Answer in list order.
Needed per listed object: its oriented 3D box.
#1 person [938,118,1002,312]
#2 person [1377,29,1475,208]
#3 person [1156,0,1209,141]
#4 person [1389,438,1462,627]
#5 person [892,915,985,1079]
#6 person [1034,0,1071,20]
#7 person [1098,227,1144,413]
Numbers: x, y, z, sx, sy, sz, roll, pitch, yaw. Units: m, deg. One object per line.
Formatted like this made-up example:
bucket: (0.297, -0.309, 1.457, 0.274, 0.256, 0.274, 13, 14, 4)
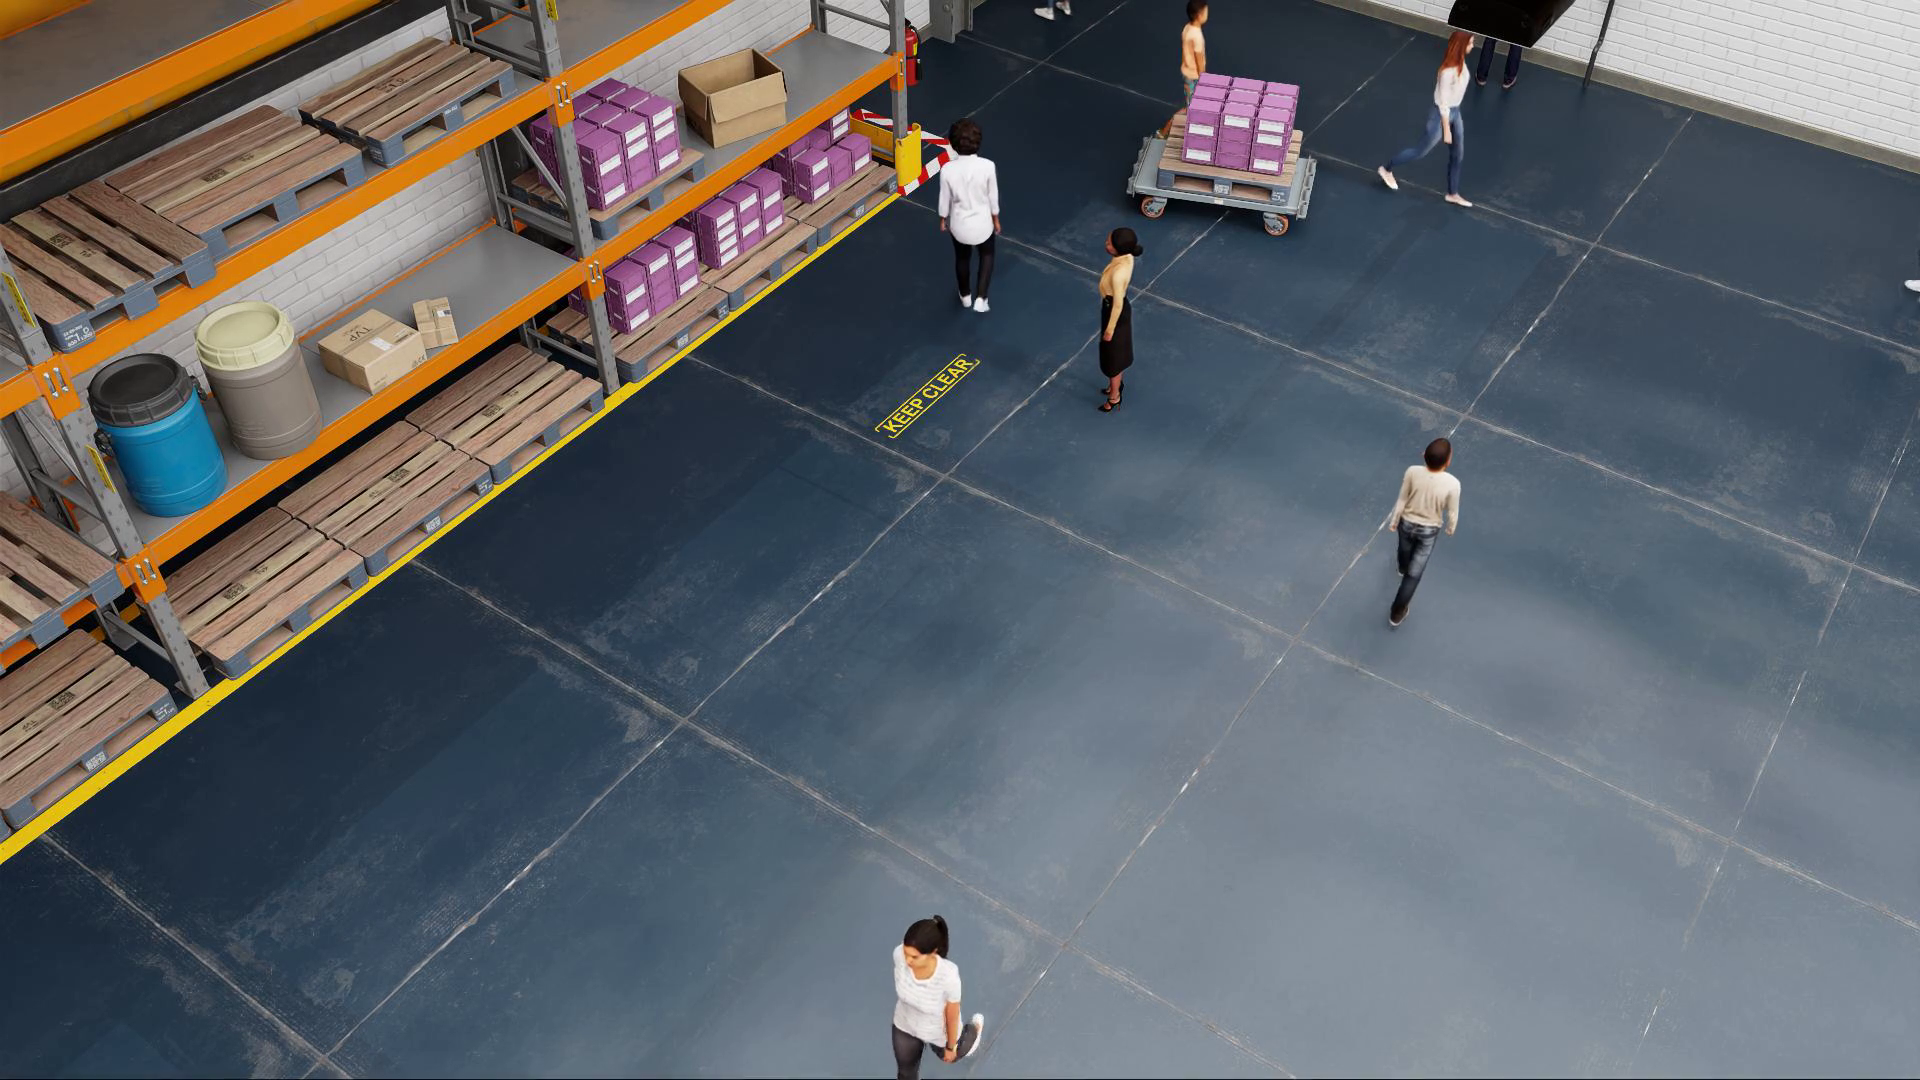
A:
person: (0.100, -2.626, 13.783, 0.895, 1.797, 0.967, 0, 44, 0)
person: (4.302, -3.853, 15.148, 0.693, 1.691, 1.097, 29, 51, 27)
person: (2.193, -4.458, 15.960, 0.913, 1.447, 0.859, -7, 44, -8)
person: (3.106, -0.033, 11.329, 0.605, 1.427, 0.994, 22, 48, 22)
person: (-0.107, 2.431, 8.599, 0.613, 1.625, 1.035, 22, 48, 22)
person: (1.033, -6.454, 17.915, 0.588, 1.639, 0.703, -25, 49, -24)
person: (1.207, -1.713, 12.928, 0.715, 1.653, 0.591, 9, 44, 10)
